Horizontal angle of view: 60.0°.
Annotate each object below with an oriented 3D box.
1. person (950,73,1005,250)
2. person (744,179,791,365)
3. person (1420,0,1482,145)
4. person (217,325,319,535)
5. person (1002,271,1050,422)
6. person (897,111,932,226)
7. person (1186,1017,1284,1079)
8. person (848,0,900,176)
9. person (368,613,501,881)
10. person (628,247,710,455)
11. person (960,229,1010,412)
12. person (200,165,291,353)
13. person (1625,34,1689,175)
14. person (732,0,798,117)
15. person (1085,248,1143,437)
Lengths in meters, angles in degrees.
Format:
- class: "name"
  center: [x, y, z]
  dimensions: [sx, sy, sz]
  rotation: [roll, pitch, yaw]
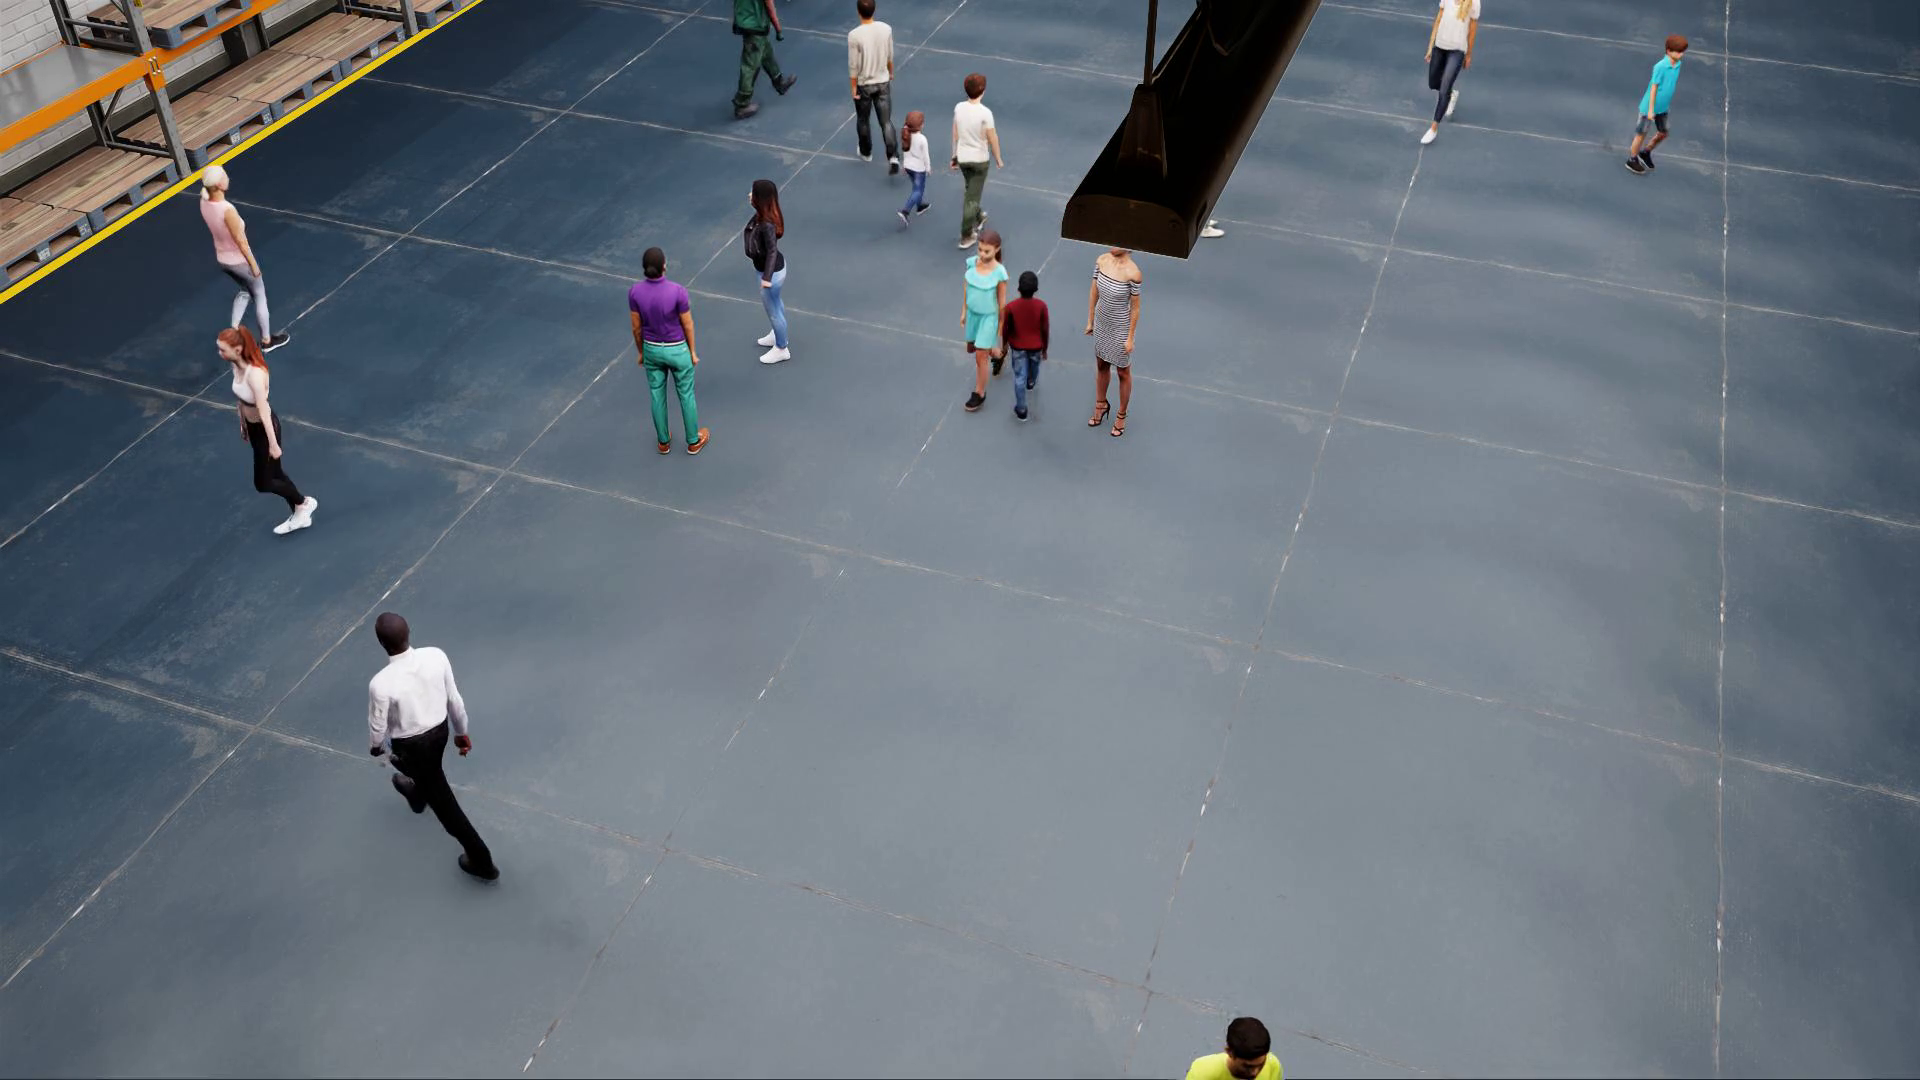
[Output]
- class: "person"
  center: [0.085, -3.465, 15.365]
  dimensions: [0.698, 1.635, 0.904]
  rotation: [24, 44, 27]
- class: "person"
  center: [-1.588, -2.256, 13.853]
  dimensions: [0.779, 1.634, 0.652]
  rotation: [-4, 39, -5]
- class: "person"
  center: [5.109, -5.065, 17.246]
  dimensions: [0.866, 1.789, 1.140]
  rotation: [28, 46, 30]
- class: "person"
  center: [-4.901, -0.790, 11.937]
  dimensions: [0.769, 1.733, 0.725]
  rotation: [-26, 46, -29]
- class: "person"
  center: [0.541, -1.518, 13.258]
  dimensions: [0.743, 1.223, 0.911]
  rotation: [-4, 39, -6]
- class: "person"
  center: [-0.459, -3.559, 15.916]
  dimensions: [0.589, 1.095, 0.811]
  rotation: [28, 46, 30]
- class: "person"
  center: [1.180, 2.668, 7.631]
  dimensions: [0.769, 1.704, 0.817]
  rotation: [-12, 40, -15]
- class: "person"
  center: [-0.829, -4.511, 16.552]
  dimensions: [1.061, 1.788, 1.160]
  rotation: [-14, 41, -16]
- class: "person"
  center: [-2.957, 1.225, 9.379]
  dimensions: [0.979, 1.778, 1.262]
  rotation: [26, 45, 28]
- class: "person"
  center: [-2.247, -1.437, 12.721]
  dimensions: [0.681, 1.766, 0.655]
  rotation: [2, 39, 3]
- class: "person"
  center: [0.221, -1.826, 13.384]
  dimensions: [0.757, 1.547, 0.967]
  rotation: [27, 46, 30]
- class: "person"
  center: [-6.069, -2.285, 13.823]
  dimensions: [0.641, 1.716, 0.791]
  rotation: [20, 43, 23]
- class: "person"
  center: [6.940, -4.406, 16.702]
  dimensions: [0.612, 1.438, 0.668]
  rotation: [-15, 41, -18]
- class: "person"
  center: [-2.247, -5.378, 17.644]
  dimensions: [1.275, 1.782, 1.056]
  rotation: [-30, 47, -32]
- class: "person"
  center: [1.206, -1.632, 12.920]
  dimensions: [0.672, 1.822, 0.653]
  rotation: [28, 47, 31]
